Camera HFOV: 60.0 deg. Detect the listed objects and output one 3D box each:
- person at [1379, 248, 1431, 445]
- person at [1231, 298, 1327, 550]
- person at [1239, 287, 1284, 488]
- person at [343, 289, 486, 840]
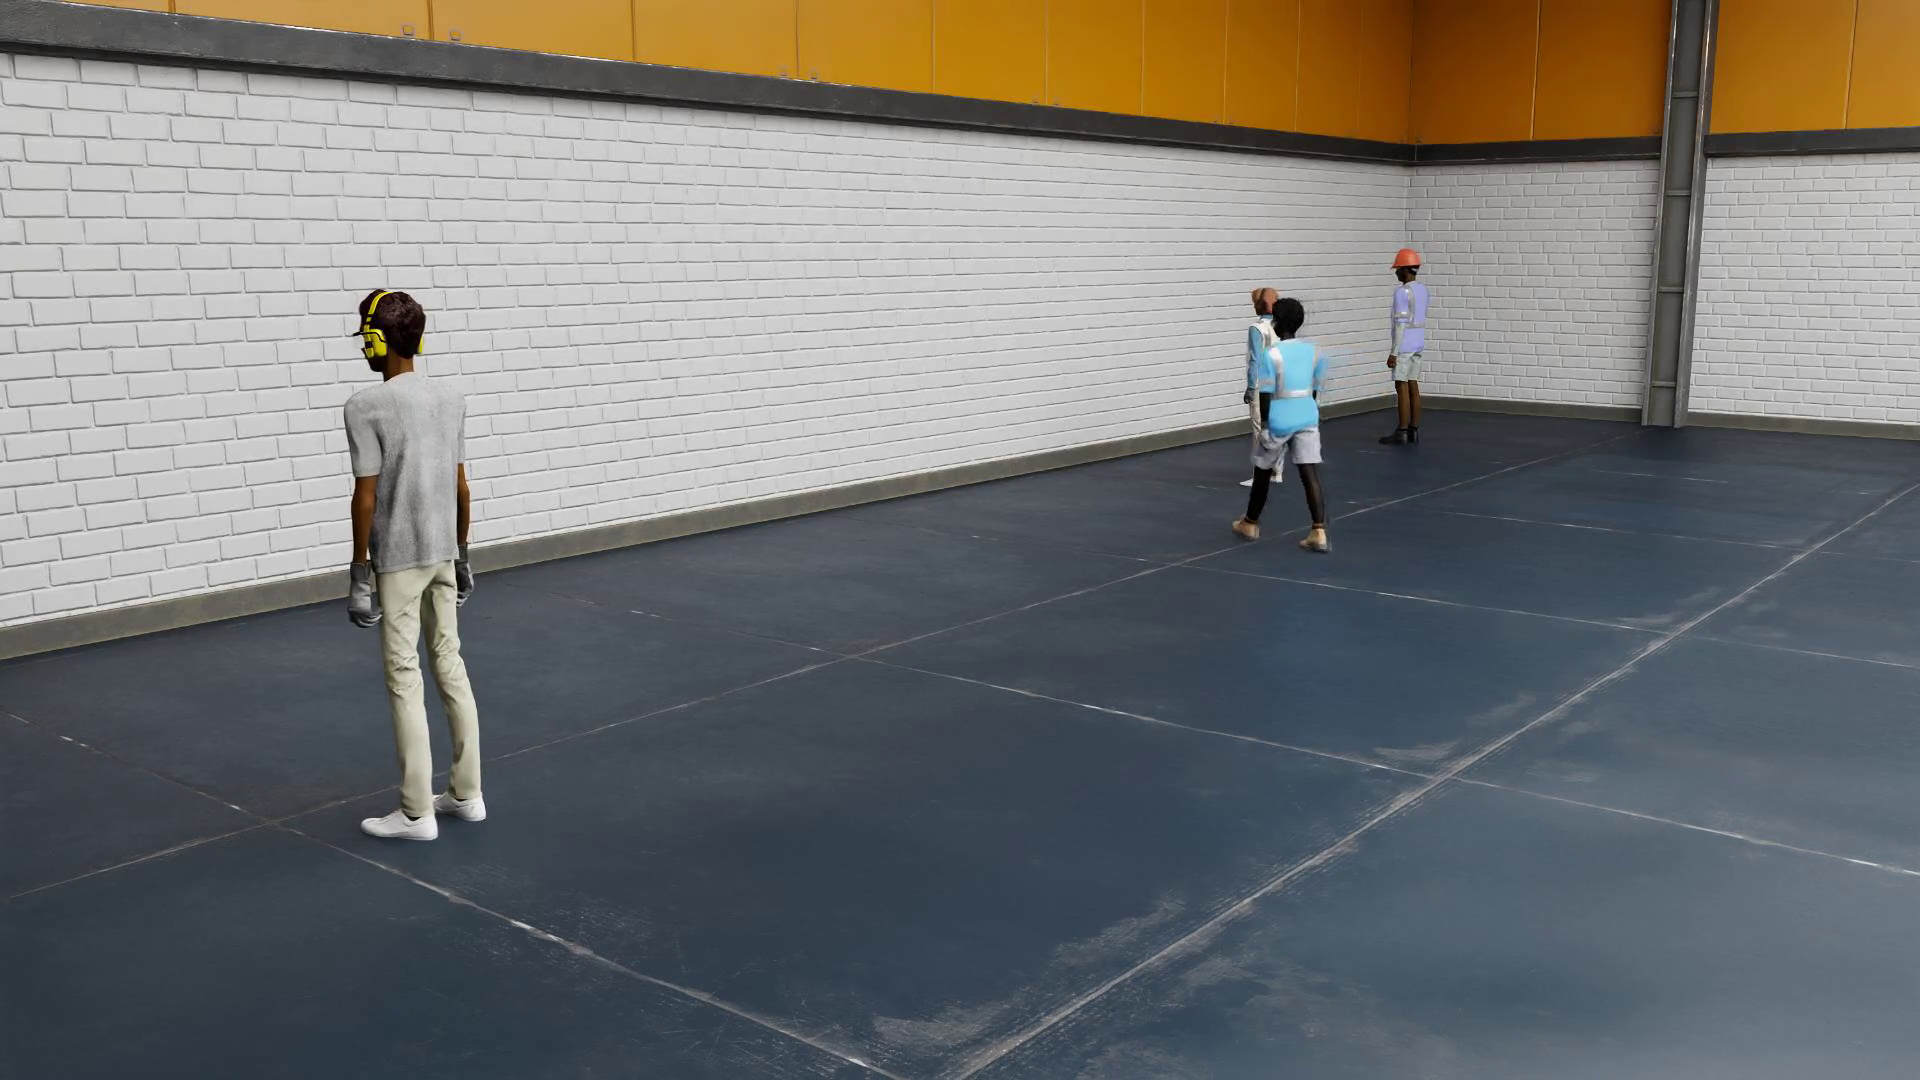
[{"bbox_3d":[4.411,-1.910,16.497,0.355,1.938,0.544,9,14,40],"label":"person"},{"bbox_3d":[2.162,-0.769,10.981,0.541,1.648,0.894,-4,11,-23],"label":"person"},{"bbox_3d":[2.505,-1.246,13.652,0.307,1.636,0.525,9,13,40],"label":"person"},{"bbox_3d":[-1.861,0.089,5.654,0.323,1.862,0.510,5,12,27],"label":"person"}]
